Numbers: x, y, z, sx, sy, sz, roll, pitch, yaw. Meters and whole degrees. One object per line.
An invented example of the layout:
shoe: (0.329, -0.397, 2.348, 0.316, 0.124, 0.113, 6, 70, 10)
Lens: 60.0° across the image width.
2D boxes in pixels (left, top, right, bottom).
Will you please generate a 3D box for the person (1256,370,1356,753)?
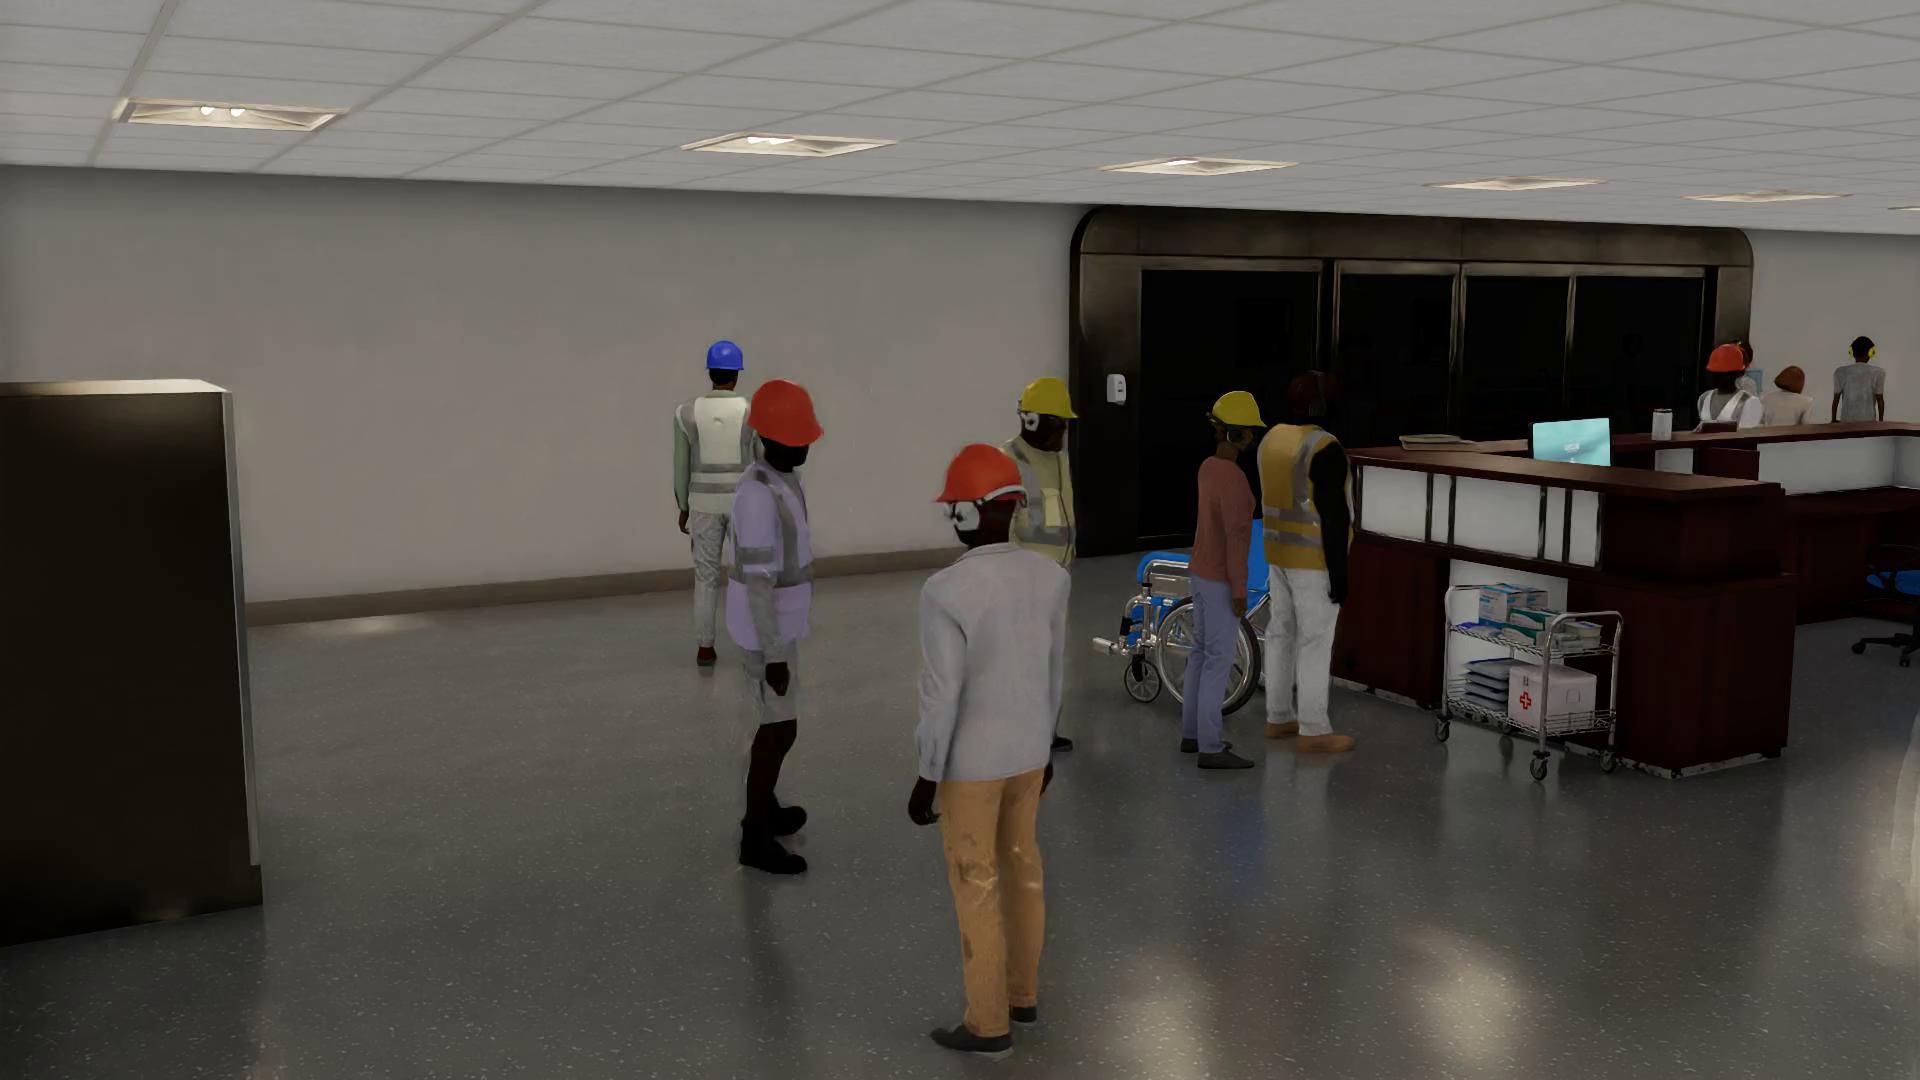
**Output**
person: (1.688, 0.102, 8.069, 0.429, 1.842, 0.628, -3, 9, -22)

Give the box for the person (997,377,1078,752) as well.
person: (0.359, 0.141, 7.871, 0.403, 1.816, 0.607, 6, 10, 35)

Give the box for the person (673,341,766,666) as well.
person: (-1.395, -0.211, 9.935, 0.614, 1.946, 0.389, 0, 8, 1)

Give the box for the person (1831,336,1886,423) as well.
person: (9.304, -1.176, 17.249, 0.518, 1.861, 0.328, 6, 10, 36)

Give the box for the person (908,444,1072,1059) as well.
person: (0.083, 0.608, 4.799, 0.411, 1.757, 0.575, 8, 11, 44)

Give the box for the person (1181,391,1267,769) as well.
person: (1.249, 0.183, 7.788, 0.349, 1.758, 0.522, -1, 8, -8)

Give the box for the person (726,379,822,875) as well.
person: (-0.685, 0.323, 6.326, 0.412, 1.884, 0.749, 0, 8, 2)

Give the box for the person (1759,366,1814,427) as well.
person: (7.697, -0.830, 15.630, 0.566, 1.596, 0.738, 5, 9, 31)
